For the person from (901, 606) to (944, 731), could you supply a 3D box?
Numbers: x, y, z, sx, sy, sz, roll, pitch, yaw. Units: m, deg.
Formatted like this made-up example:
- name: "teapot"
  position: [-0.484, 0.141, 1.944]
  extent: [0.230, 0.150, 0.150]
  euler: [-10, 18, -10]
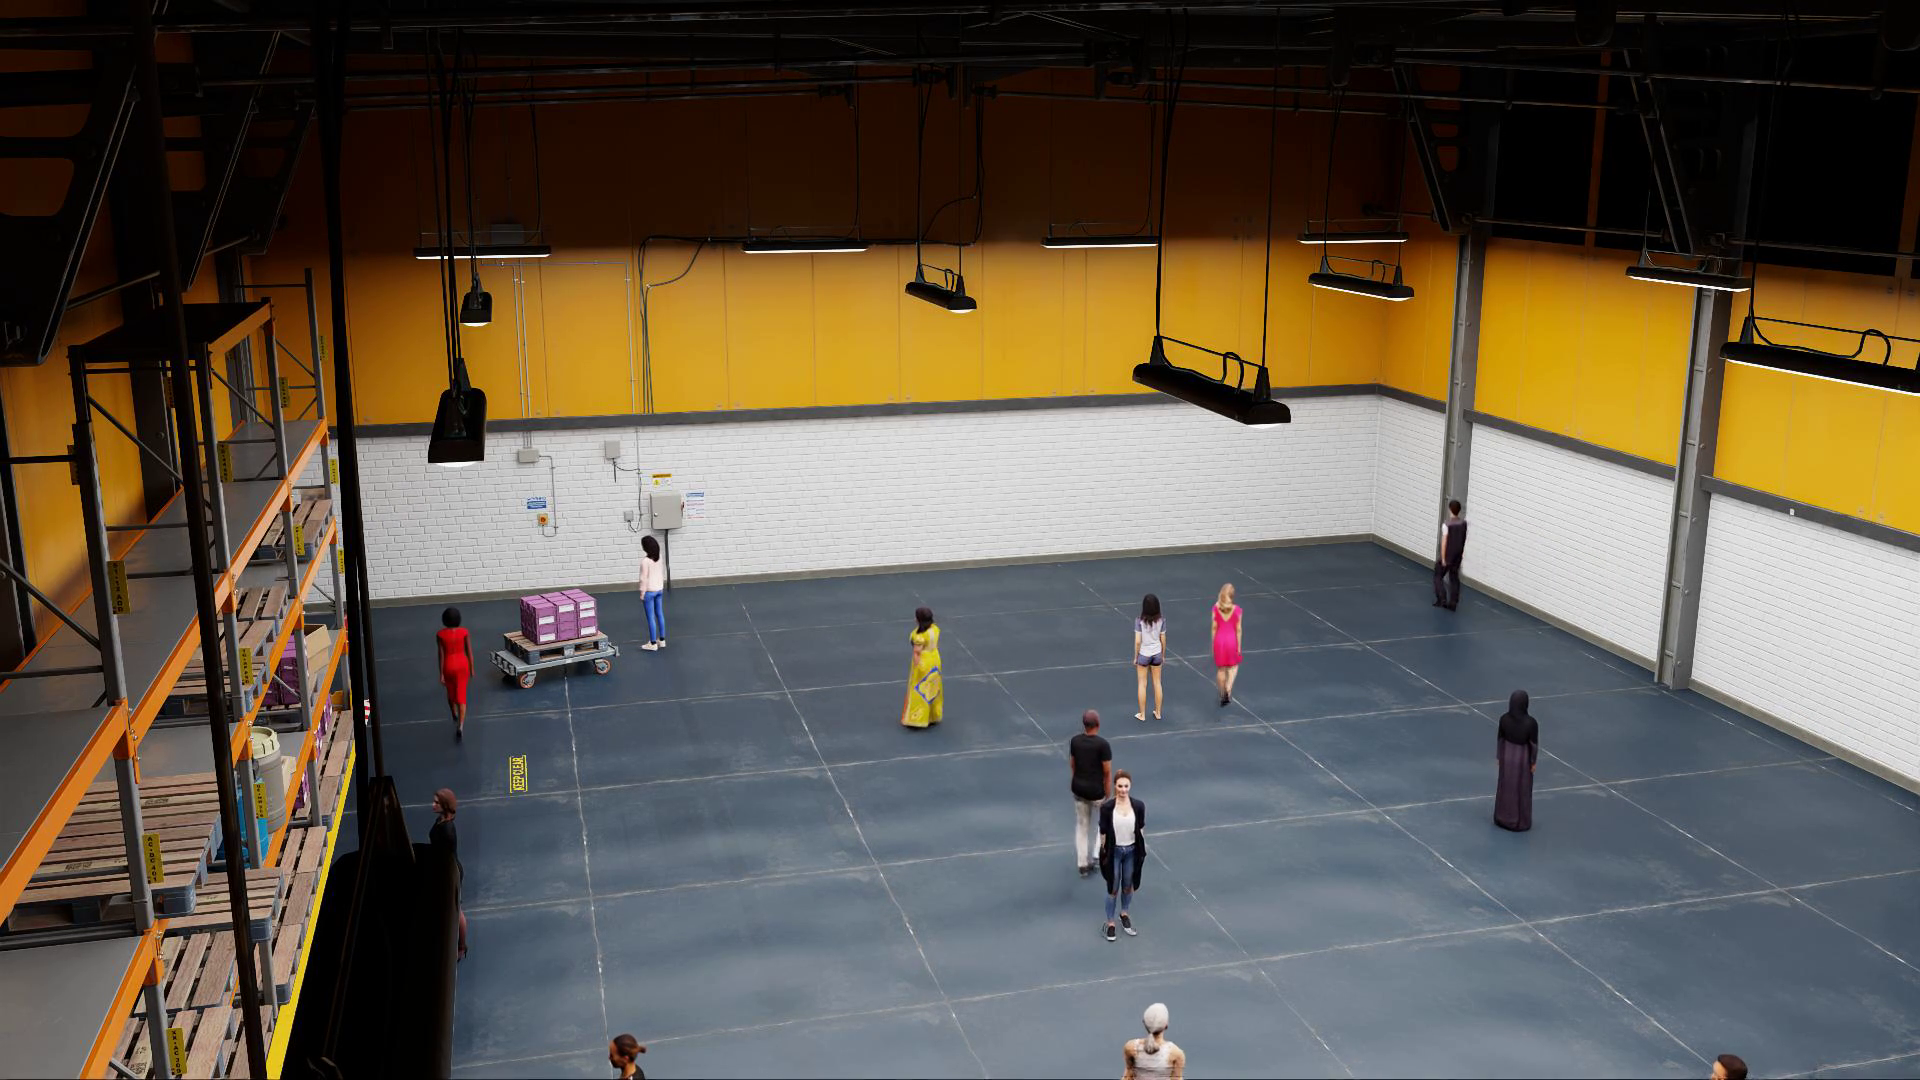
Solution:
- name: "person"
  position: [-0.430, 1.668, 21.871]
  extent: [1.019, 1.657, 0.985]
  euler: [10, 17, 35]

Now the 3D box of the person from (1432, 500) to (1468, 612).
- name: "person"
  position: [8.108, 0.276, 27.246]
  extent: [0.658, 1.833, 0.654]
  euler: [-4, 14, -17]

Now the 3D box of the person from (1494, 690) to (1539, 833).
- name: "person"
  position: [6.249, 2.460, 18.692]
  extent: [0.706, 1.614, 0.774]
  euler: [9, 16, 33]

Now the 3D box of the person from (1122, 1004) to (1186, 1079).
- name: "person"
  position: [1.329, 4.118, 11.738]
  extent: [0.969, 1.664, 1.231]
  euler: [3, 14, 11]

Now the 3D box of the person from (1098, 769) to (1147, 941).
- name: "person"
  position: [1.569, 3.026, 16.192]
  extent: [0.689, 1.691, 0.750]
  euler: [-1, 14, -5]

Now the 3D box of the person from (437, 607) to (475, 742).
- name: "person"
  position: [-6.486, 1.758, 21.425]
  extent: [0.635, 1.692, 1.109]
  euler: [-5, 14, -18]

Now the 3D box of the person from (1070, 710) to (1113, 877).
- name: "person"
  position: [1.319, 2.680, 17.414]
  extent: [0.816, 1.788, 0.883]
  euler: [9, 16, 33]

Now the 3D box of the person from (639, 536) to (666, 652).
- name: "person"
  position: [-4.661, 0.795, 25.247]
  extent: [0.770, 1.766, 0.719]
  euler: [8, 16, 31]

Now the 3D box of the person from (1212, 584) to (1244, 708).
- name: "person"
  position: [3.608, 1.454, 22.626]
  extent: [0.699, 1.717, 0.744]
  euler: [5, 15, 20]

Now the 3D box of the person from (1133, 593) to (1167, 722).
- name: "person"
  position: [2.522, 1.552, 22.191]
  extent: [0.588, 1.733, 0.487]
  euler: [-3, 14, -12]

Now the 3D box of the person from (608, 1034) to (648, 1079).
- name: "person"
  position: [-2.237, 4.176, 11.491]
  extent: [0.645, 1.668, 0.463]
  euler: [-3, 14, -13]

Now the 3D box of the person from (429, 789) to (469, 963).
- name: "person"
  position: [-4.814, 3.145, 15.668]
  extent: [0.686, 1.706, 0.499]
  euler: [-7, 15, -26]
